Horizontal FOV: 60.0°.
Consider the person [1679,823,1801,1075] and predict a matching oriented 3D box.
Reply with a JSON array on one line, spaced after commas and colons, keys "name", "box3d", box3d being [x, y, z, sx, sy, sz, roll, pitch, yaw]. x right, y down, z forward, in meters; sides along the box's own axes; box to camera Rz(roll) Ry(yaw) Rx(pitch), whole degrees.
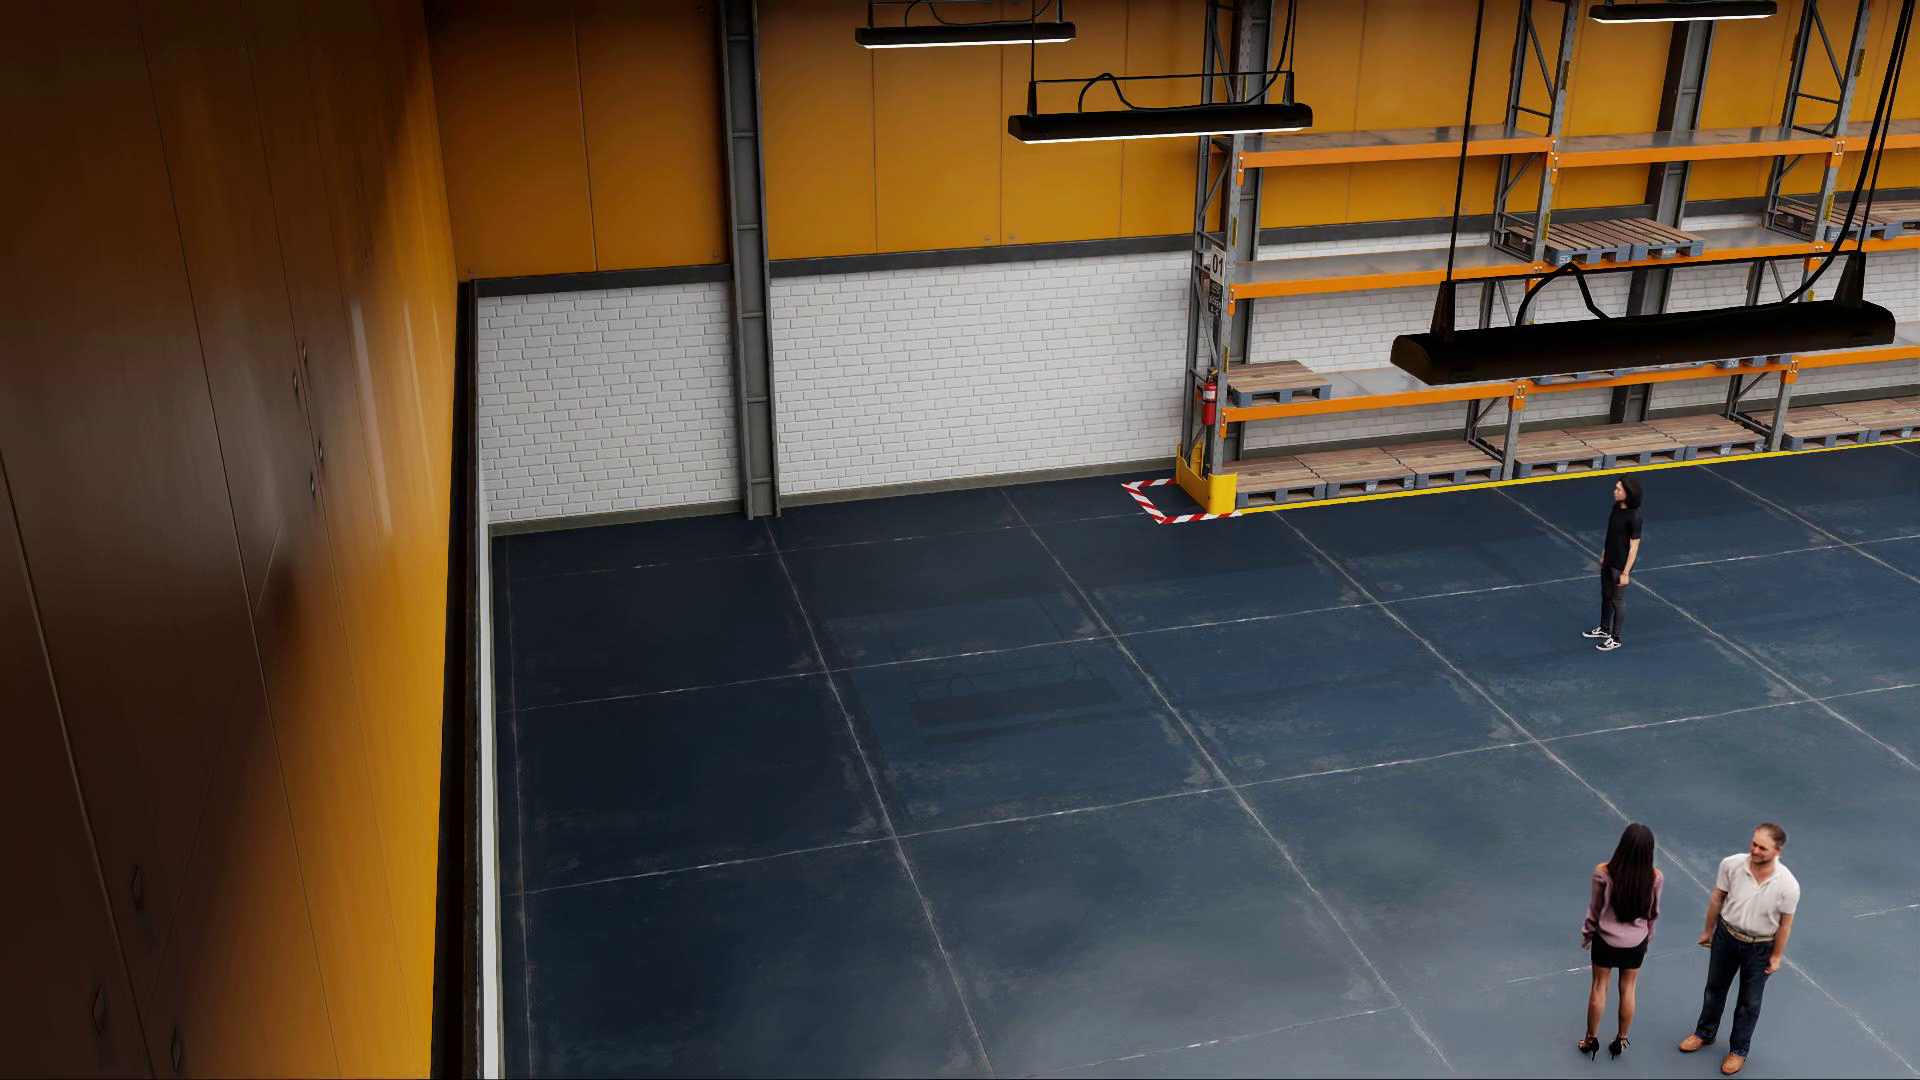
[{"name": "person", "box3d": [5.194, 2.649, 10.981, 0.734, 1.855, 0.751, -19, 30, -37]}]

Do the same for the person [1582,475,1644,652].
[{"name": "person", "box3d": [6.576, 0.204, 16.600, 0.561, 1.834, 0.669, -3, 24, -6]}]

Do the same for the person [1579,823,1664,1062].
[{"name": "person", "box3d": [4.359, 2.666, 10.996, 0.616, 1.811, 0.749, 5, 24, 10]}]
